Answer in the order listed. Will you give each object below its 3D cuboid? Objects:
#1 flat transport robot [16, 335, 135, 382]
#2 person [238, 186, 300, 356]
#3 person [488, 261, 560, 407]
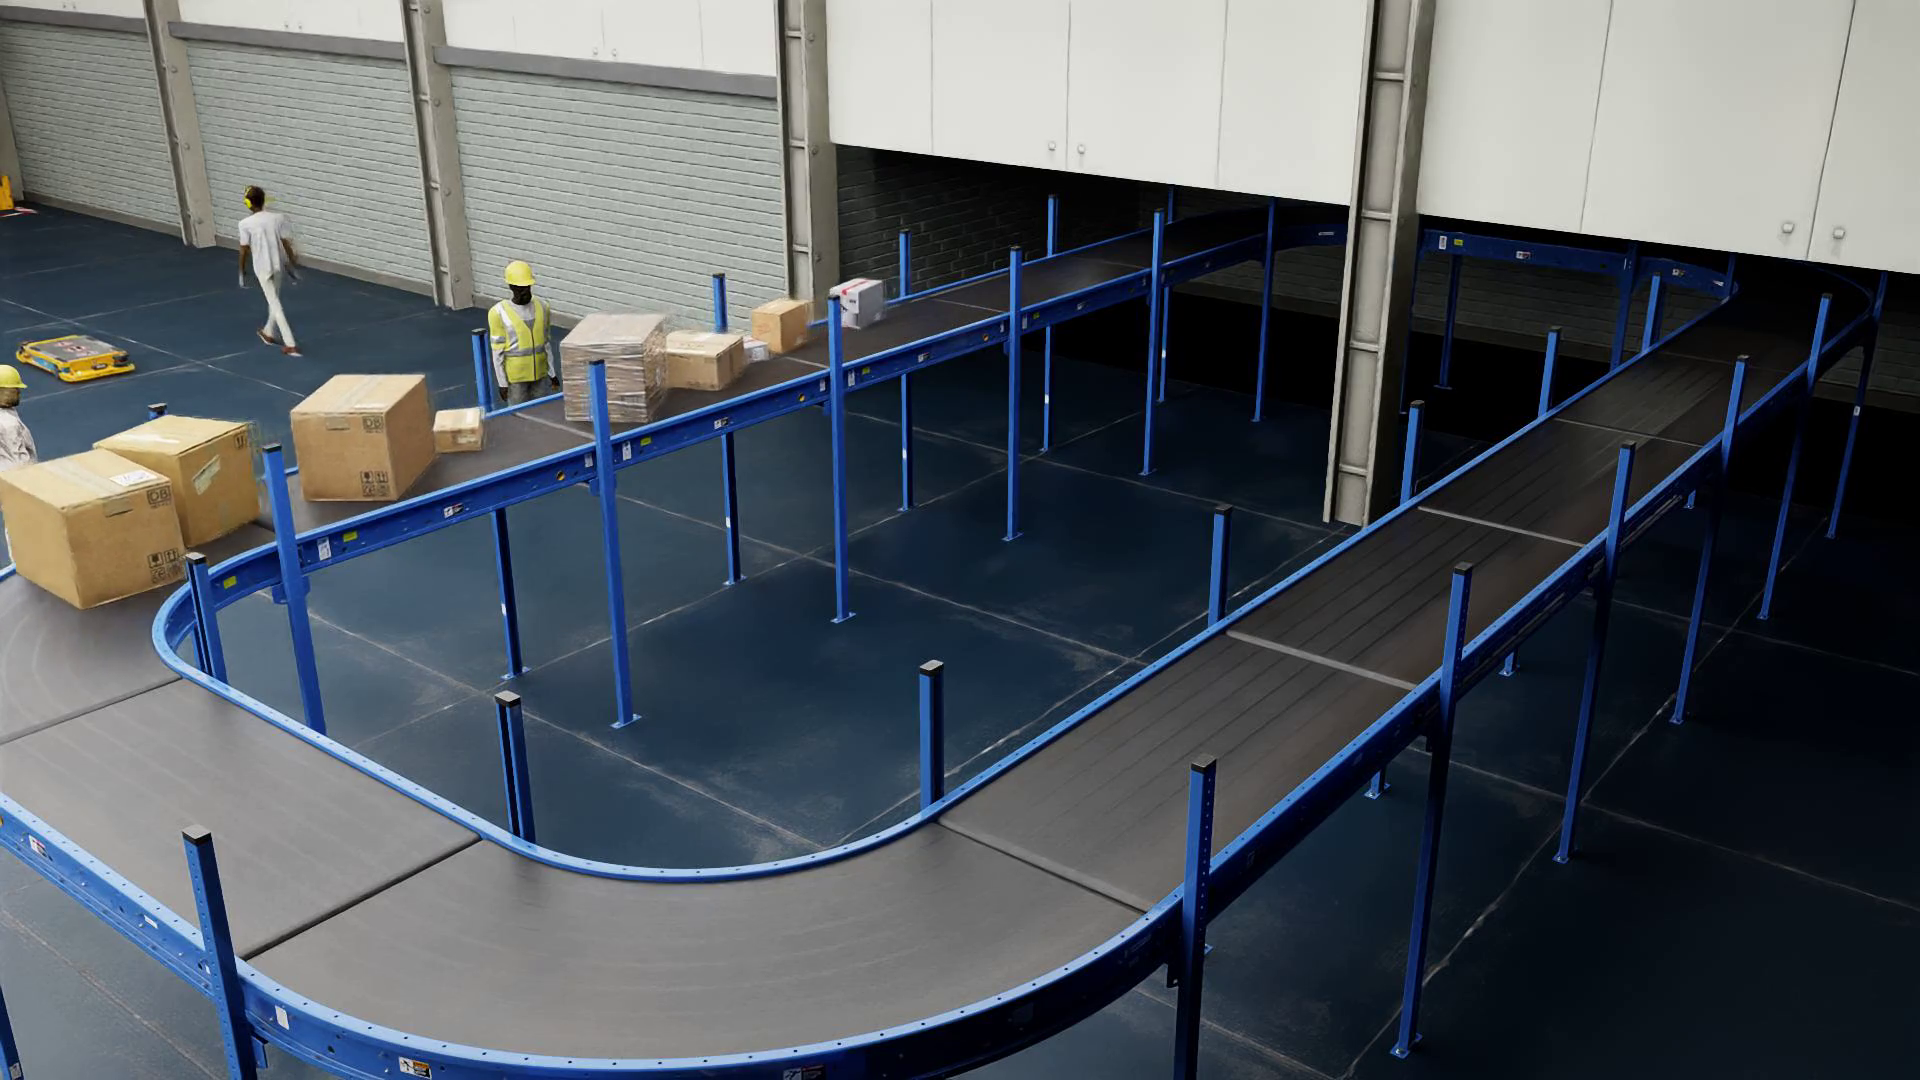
[{"bbox_3d":[-9.473,-1.962,17.773,1.431,0.197,0.652,18,28,38],"label":"flat transport robot"},{"bbox_3d":[-7.623,-2.951,18.202,0.966,1.816,0.549,17,27,37],"label":"person"},{"bbox_3d":[-3.686,-1.421,14.169,0.369,1.928,0.586,18,28,38],"label":"person"}]
